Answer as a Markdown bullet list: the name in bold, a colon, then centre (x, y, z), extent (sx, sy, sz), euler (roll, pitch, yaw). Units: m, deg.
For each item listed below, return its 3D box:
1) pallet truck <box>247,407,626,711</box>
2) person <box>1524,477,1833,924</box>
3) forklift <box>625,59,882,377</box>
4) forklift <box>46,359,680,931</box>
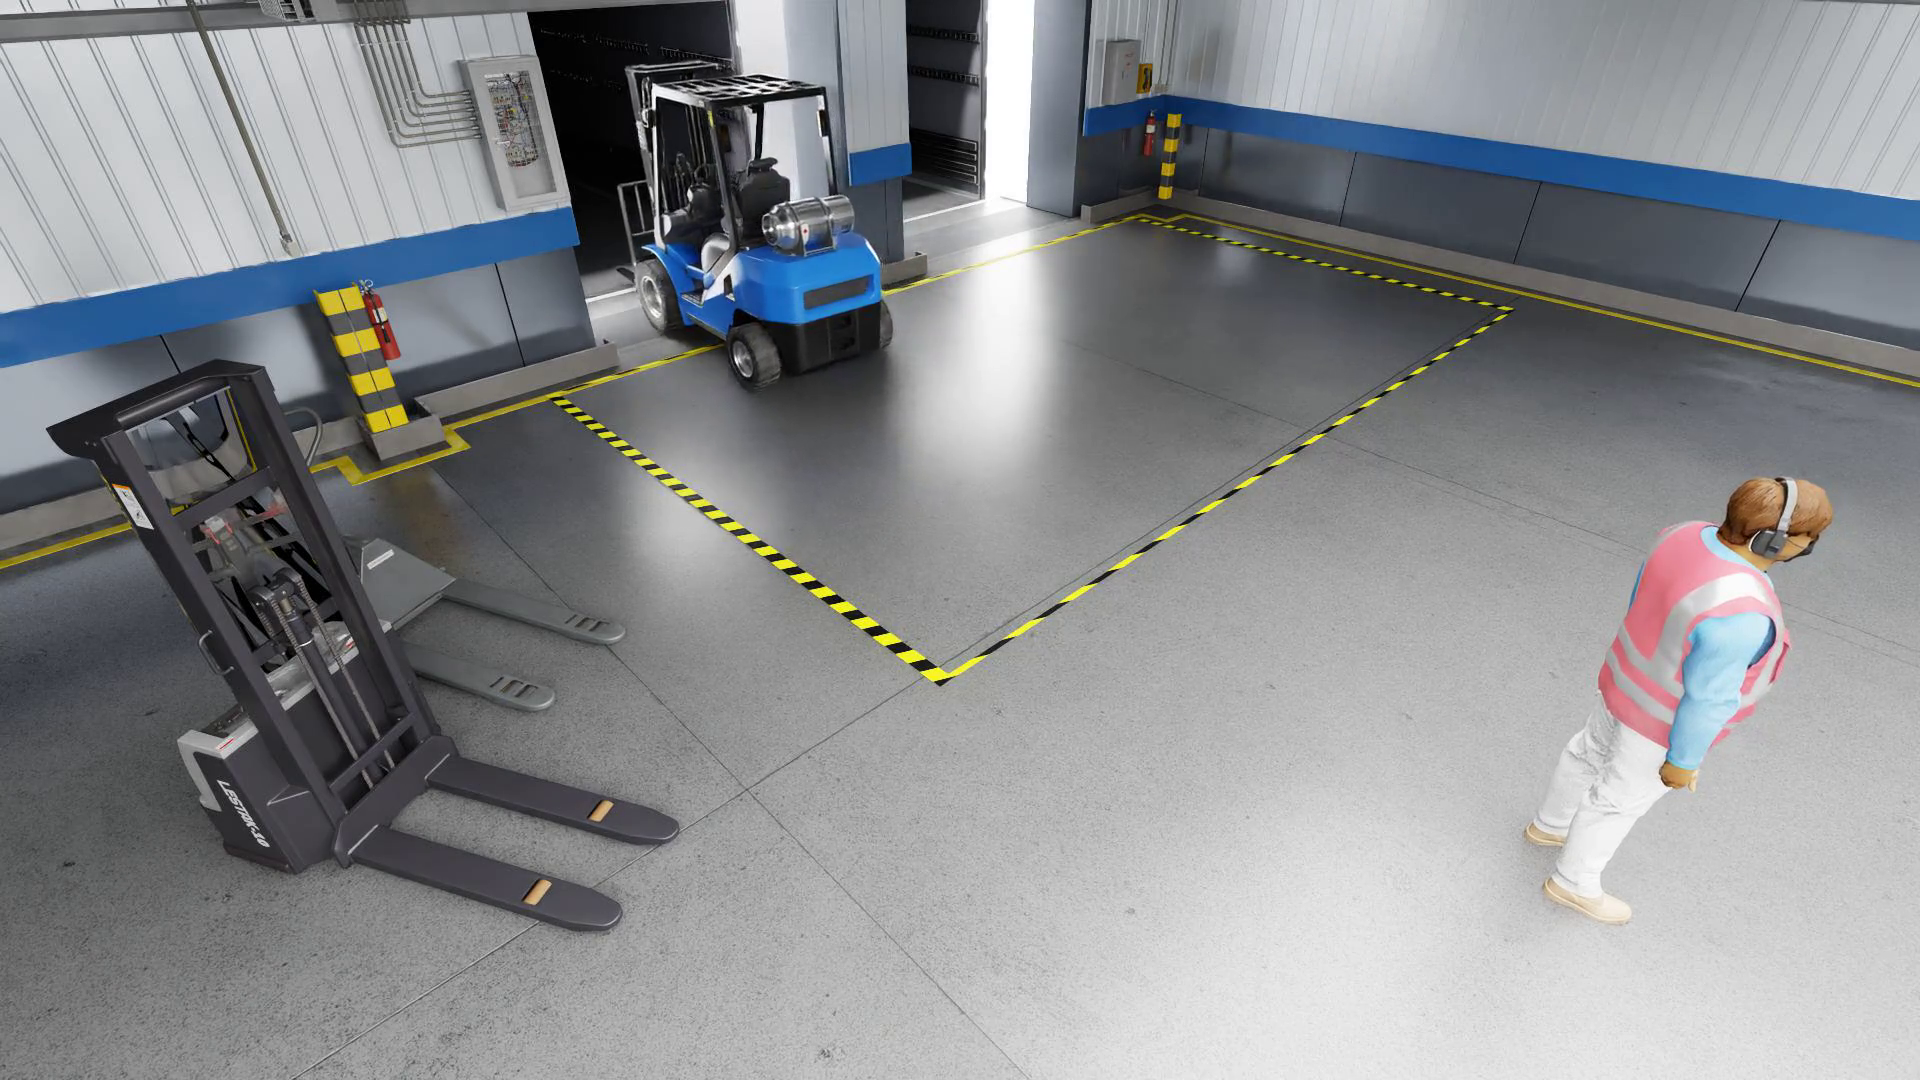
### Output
- **pallet truck**: centre (-2.628, 0.038, 4.590), extent (1.601, 1.201, 0.680), euler (12, 36, 18)
- **person**: centre (2.490, 0.590, 3.243), extent (0.430, 1.845, 0.619), euler (10, 35, 14)
- **forklift**: centre (-1.815, -2.810, 7.778), extent (1.157, 2.036, 2.680), euler (-26, 42, -33)
- **forklift**: centre (-2.135, 0.422, 3.354), extent (1.885, 1.965, 0.823), euler (10, 35, 14)
